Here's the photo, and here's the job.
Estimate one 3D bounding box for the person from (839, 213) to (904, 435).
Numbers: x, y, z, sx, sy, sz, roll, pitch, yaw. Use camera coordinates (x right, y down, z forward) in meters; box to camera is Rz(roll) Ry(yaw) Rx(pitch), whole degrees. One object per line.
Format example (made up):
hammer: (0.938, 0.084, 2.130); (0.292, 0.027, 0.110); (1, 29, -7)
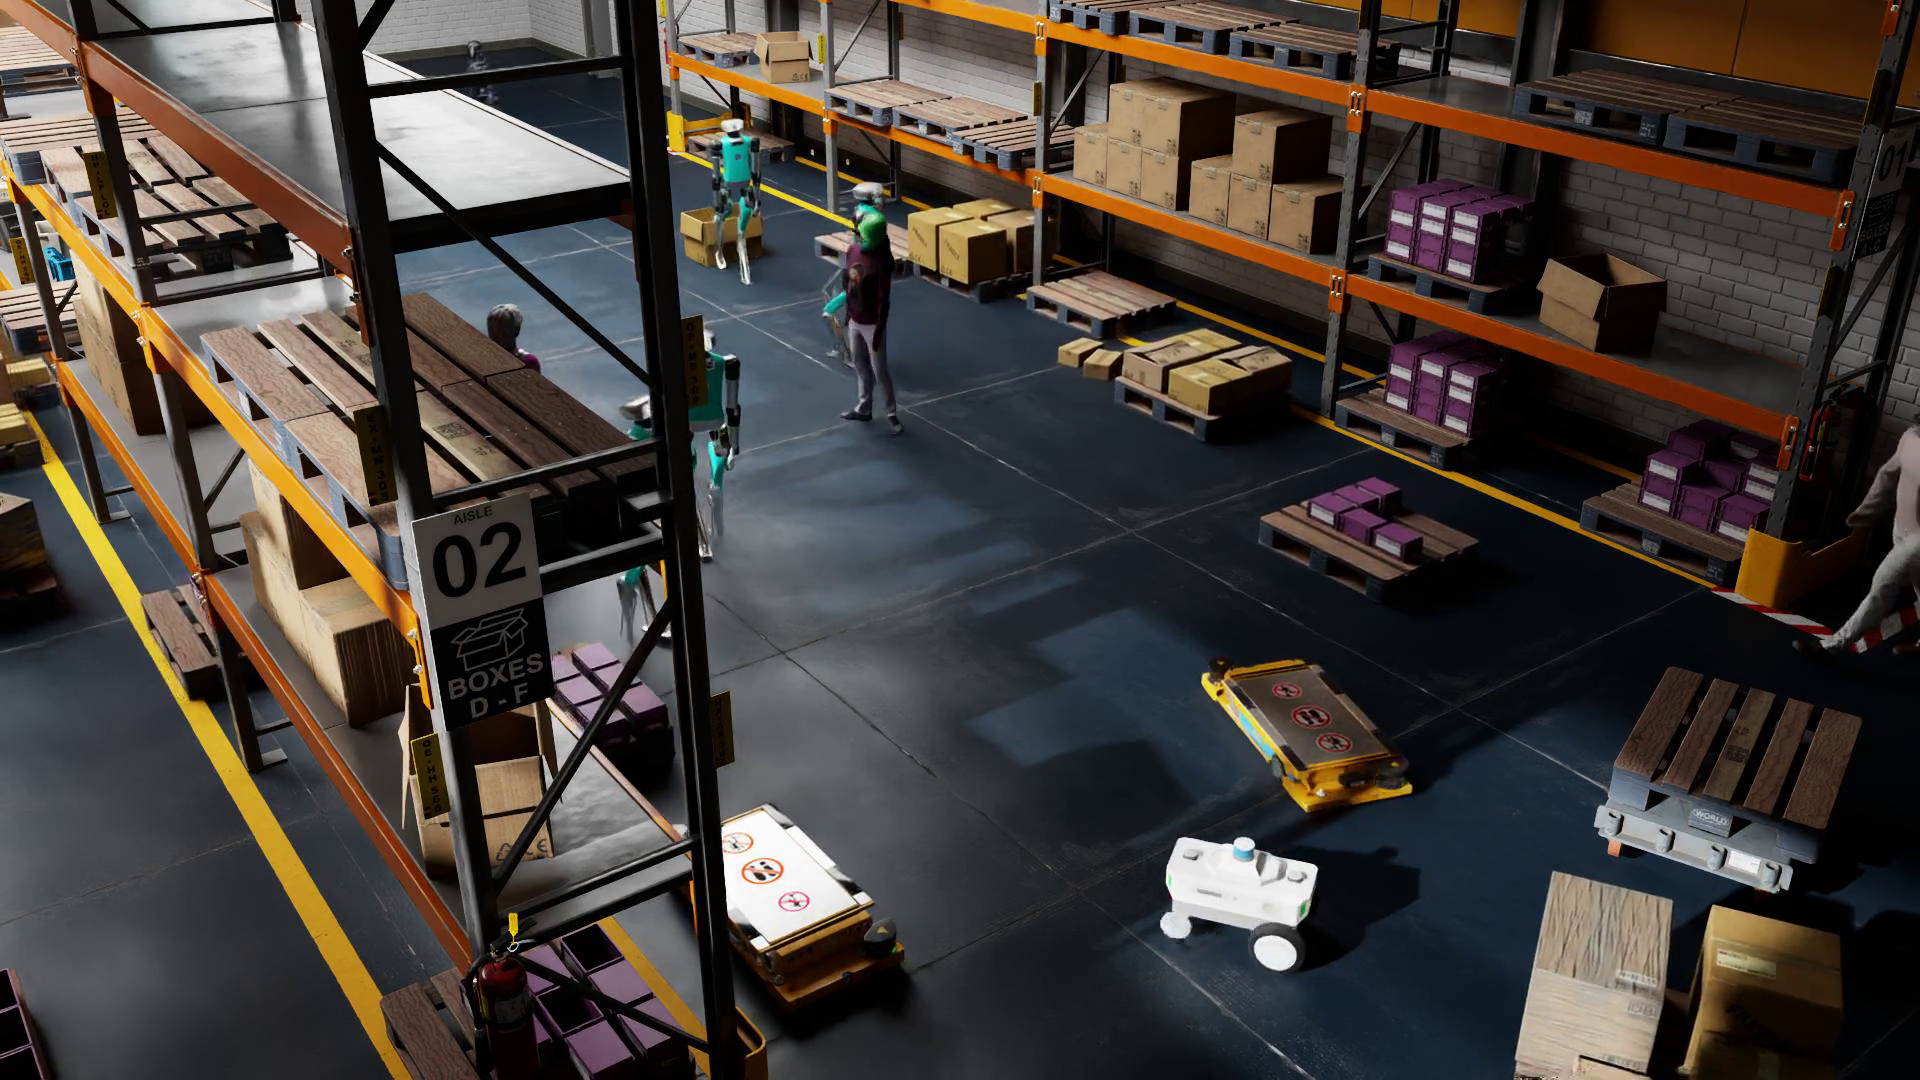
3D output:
person: (-0.770, -1.820, 13.799); (0.392, 1.903, 0.704); (-22, 34, -37)

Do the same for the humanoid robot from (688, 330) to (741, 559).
humanoid robot: (-1.845, -0.661, 11.792); (0.547, 1.891, 0.767); (-8, 28, -16)

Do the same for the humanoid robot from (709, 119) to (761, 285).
humanoid robot: (-2.458, -3.647, 17.629); (0.545, 1.765, 0.965); (-12, 29, -22)

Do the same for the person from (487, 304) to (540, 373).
person: (-3.124, -0.782, 11.786); (0.515, 1.848, 0.344); (8, 28, 15)

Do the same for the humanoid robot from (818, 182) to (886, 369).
humanoid robot: (-1.080, -2.381, 15.115); (0.857, 1.794, 0.590); (8, 28, 15)

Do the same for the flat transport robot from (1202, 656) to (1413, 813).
flat transport robot: (2.018, 1.094, 9.811); (0.659, 0.231, 1.431); (-8, 28, -15)

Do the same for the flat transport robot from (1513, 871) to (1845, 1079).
flat transport robot: (2.943, 2.501, 7.013); (0.659, 0.231, 1.431); (11, 29, 21)

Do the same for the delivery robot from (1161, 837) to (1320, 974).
delivery robot: (1.385, 1.727, 8.202); (0.739, 0.566, 0.499); (9, 28, 18)

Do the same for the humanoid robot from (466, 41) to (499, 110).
humanoid robot: (-6.215, -5.678, 21.728); (0.330, 1.644, 0.598); (-22, 34, -37)

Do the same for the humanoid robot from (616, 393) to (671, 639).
humanoid robot: (-2.096, -0.072, 10.618); (0.732, 1.912, 0.550); (15, 31, 28)

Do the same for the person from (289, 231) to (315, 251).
person: (-6.030, -2.449, 15.346); (0.284, 1.626, 0.499); (3, 27, 5)

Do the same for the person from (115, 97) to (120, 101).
person: (-10.426, -5.188, 20.405); (0.402, 1.986, 0.620); (-13, 29, -23)

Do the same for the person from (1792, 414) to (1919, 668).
person: (5.851, -0.043, 10.285); (1.077, 1.870, 0.676); (1, 27, 1)

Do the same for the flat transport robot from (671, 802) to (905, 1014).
flat transport robot: (-0.944, 1.800, 8.406); (0.659, 0.231, 1.431); (-18, 32, -31)
